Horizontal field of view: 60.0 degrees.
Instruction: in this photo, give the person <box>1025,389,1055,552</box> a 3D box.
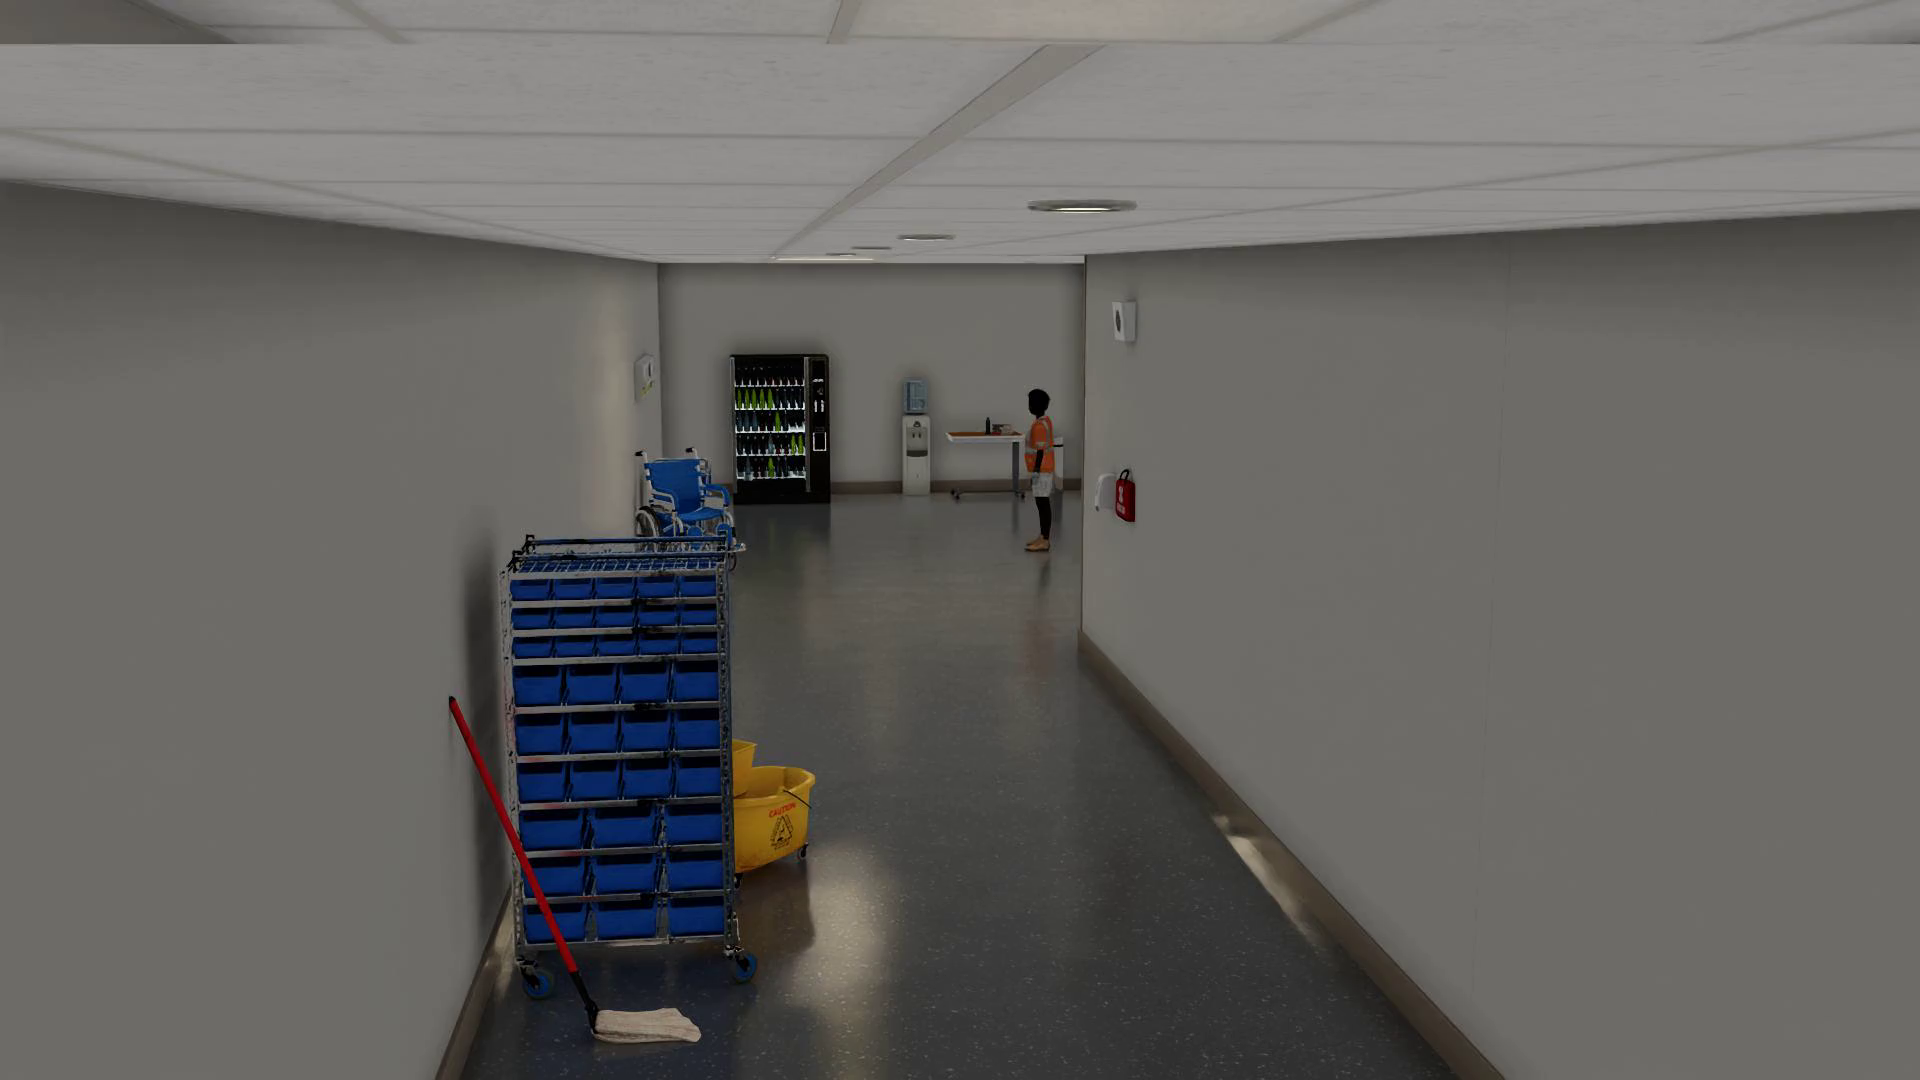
[{"bbox_3d":[0.830,-0.727,17.329,0.319,1.698,0.532,1,9,8],"label":"person"}]
